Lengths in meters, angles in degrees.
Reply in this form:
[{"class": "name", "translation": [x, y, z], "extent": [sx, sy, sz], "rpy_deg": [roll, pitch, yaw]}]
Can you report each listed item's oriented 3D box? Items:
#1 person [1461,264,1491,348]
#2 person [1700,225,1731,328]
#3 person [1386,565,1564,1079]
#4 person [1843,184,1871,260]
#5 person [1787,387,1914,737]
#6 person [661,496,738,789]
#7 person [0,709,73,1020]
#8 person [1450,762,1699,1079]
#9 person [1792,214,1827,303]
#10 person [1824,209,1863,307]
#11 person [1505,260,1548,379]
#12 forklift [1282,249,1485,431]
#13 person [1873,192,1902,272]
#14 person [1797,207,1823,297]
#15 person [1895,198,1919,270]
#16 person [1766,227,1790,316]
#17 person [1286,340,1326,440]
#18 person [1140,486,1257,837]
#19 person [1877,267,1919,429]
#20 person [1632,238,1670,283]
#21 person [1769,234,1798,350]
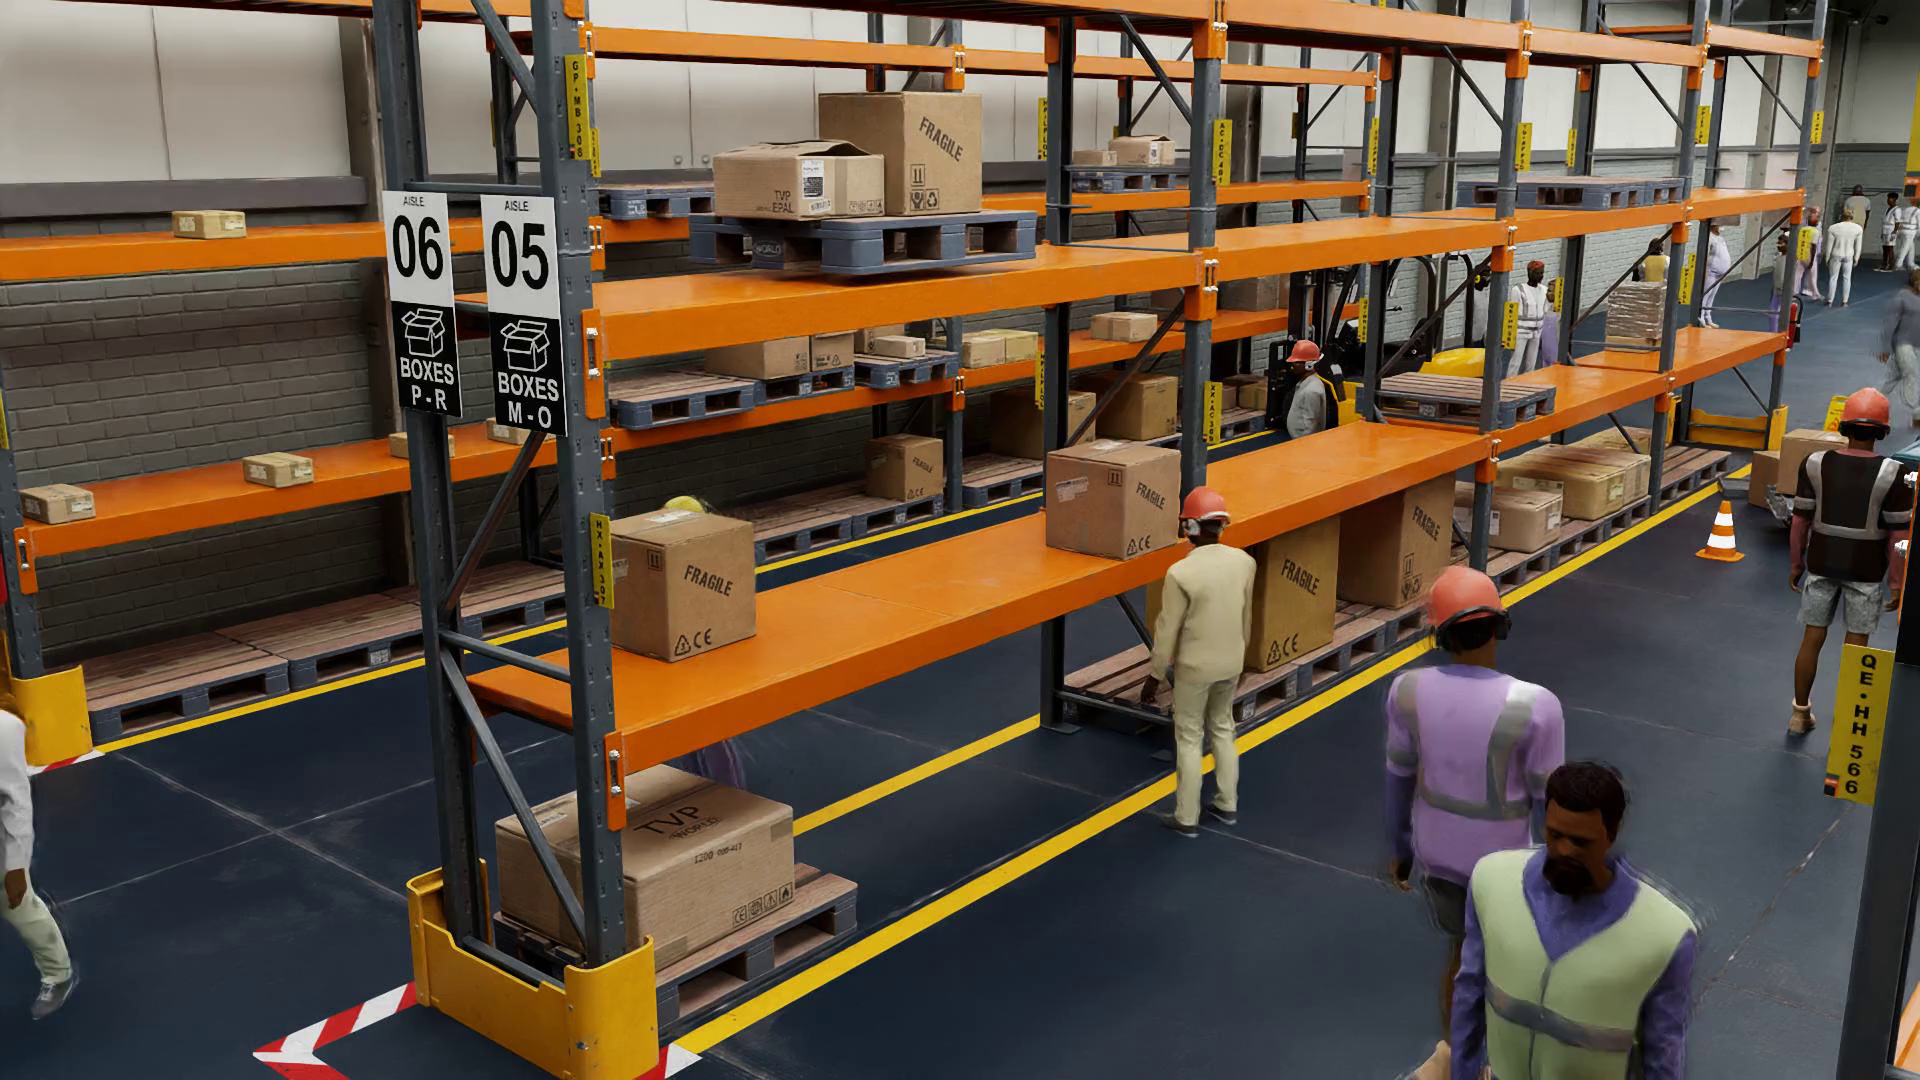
[{"class": "person", "translation": [6.343, -2.460, 20.472], "extent": [0.329, 1.861, 0.503], "rpy_deg": [10, 17, 34]}, {"class": "person", "translation": [13.295, -4.736, 29.350], "extent": [0.539, 2.000, 0.689], "rpy_deg": [12, 19, 41]}, {"class": "person", "translation": [1.764, 1.088, 5.705], "extent": [0.566, 2.002, 0.696], "rpy_deg": [-12, 18, -40]}, {"class": "person", "translation": [24.414, -8.685, 45.431], "extent": [0.685, 2.000, 0.535], "rpy_deg": [3, 14, 11]}, {"class": "person", "translation": [5.020, 0.157, 9.413], "extent": [0.356, 2.047, 0.615], "rpy_deg": [-13, 19, -43]}, {"class": "person", "translation": [-1.351, 0.612, 8.210], "extent": [0.559, 1.725, 0.563], "rpy_deg": [-2, 14, -8]}, {"class": "person", "translation": [-3.694, 1.123, 6.211], "extent": [0.589, 1.697, 0.916], "rpy_deg": [-1, 14, -3]}, {"class": "person", "translation": [1.625, 1.451, 4.453], "extent": [0.598, 1.904, 0.722], "rpy_deg": [12, 18, 40]}, {"class": "person", "translation": [17.307, -5.718, 33.829], "extent": [0.867, 1.803, 0.564], "rpy_deg": [-6, 15, -22]}, {"class": "person", "translation": [17.617, -5.635, 33.221], "extent": [0.636, 1.939, 0.362], "rpy_deg": [4, 14, 16]}, {"class": "person", "translation": [7.097, -2.558, 20.821], "extent": [0.577, 1.878, 0.339], "rpy_deg": [-6, 15, -22]}, {"class": "forklift", "translation": [4.886, -2.214, 18.767], "extent": [2.313, 2.155, 1.214], "rpy_deg": [11, 18, 38]}, {"class": "person", "translation": [23.194, -7.686, 41.514], "extent": [0.361, 1.964, 0.614], "rpy_deg": [1, 14, 3]}, {"class": "person", "translation": [18.086, -6.148, 35.465], "extent": [0.394, 1.882, 0.890], "rpy_deg": [-2, 14, -7]}, {"class": "person", "translation": [24.028, -7.712, 41.868], "extent": [0.873, 1.849, 0.583], "rpy_deg": [-1, 14, -3]}, {"class": "person", "translation": [15.557, -5.174, 31.457], "extent": [0.355, 1.885, 0.575], "rpy_deg": [10, 17, 35]}, {"class": "person", "translation": [2.884, -0.811, 13.983], "extent": [0.353, 1.744, 0.564], "rpy_deg": [2, 14, 6]}, {"class": "person", "translation": [1.180, 0.599, 8.232], "extent": [0.622, 1.747, 0.350], "rpy_deg": [-10, 17, -34]}, {"class": "person", "translation": [11.253, -2.290, 19.721], "extent": [0.646, 1.892, 1.014], "rpy_deg": [-6, 15, -23]}, {"class": "person", "translation": [10.656, -3.723, 25.639], "extent": [0.627, 1.844, 0.429], "rpy_deg": [4, 14, 17]}, {"class": "person", "translation": [13.016, -3.904, 26.341], "extent": [0.329, 1.859, 0.509], "rpy_deg": [-3, 14, -10]}]
